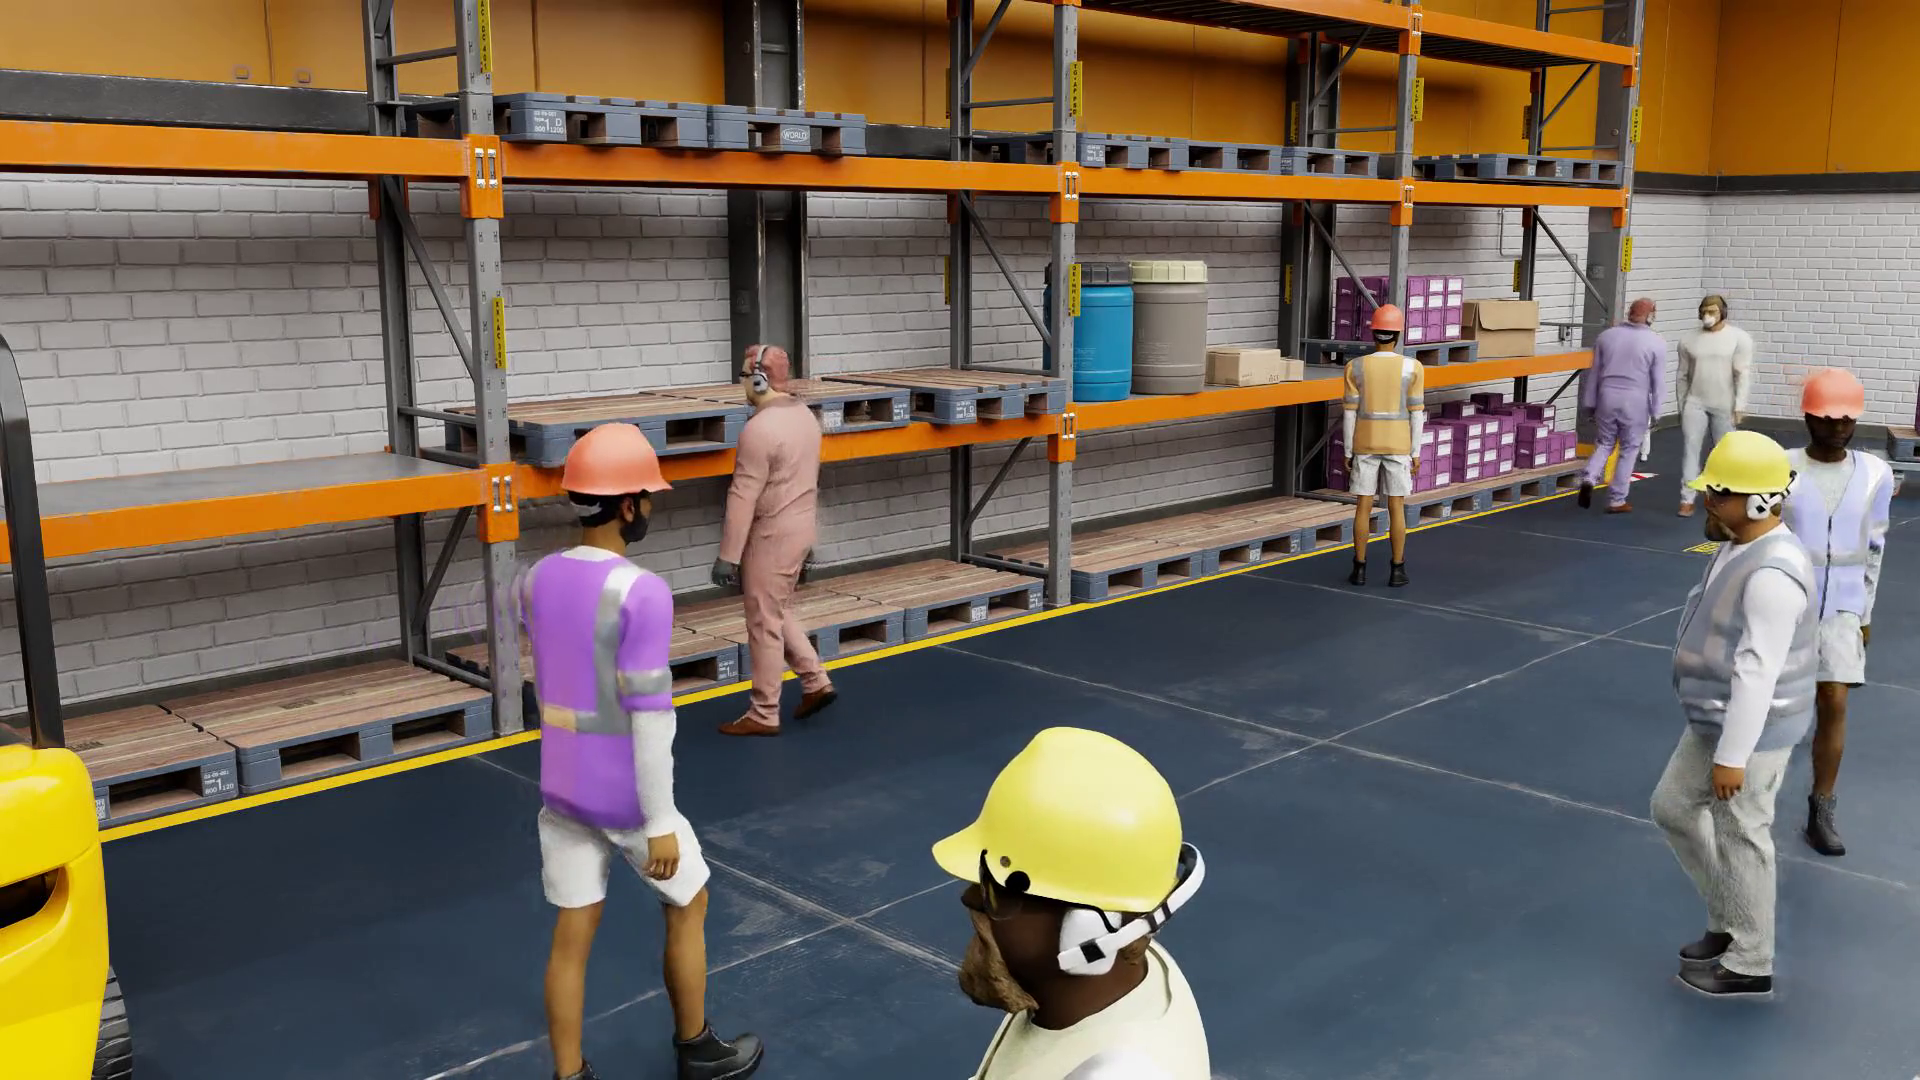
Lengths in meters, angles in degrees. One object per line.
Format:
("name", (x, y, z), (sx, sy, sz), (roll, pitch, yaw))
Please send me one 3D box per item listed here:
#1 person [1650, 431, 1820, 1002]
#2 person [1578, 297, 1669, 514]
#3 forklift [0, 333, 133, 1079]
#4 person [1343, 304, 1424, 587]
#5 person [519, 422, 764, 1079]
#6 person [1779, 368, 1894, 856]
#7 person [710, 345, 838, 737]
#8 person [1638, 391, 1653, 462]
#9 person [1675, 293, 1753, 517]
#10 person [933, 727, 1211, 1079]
("person", (2.421, 0.561, 5.197), (0.427, 1.810, 0.618), (3, 11, 15))
("person", (5.683, -1.135, 14.269), (0.540, 1.883, 0.681), (-10, 14, -43))
("forklift", (-3.289, 0.485, 4.582), (1.214, 2.155, 2.313), (-10, 14, -44))
("person", (2.892, -0.638, 11.406), (0.542, 1.938, 0.357), (3, 11, 16))
("person", (-0.852, 0.634, 4.520), (0.571, 1.913, 0.780), (7, 13, 35))
("person", (3.436, 0.231, 6.794), (0.555, 1.905, 0.931), (2, 11, 10))
("person", (-0.916, 0.017, 7.947), (0.460, 1.895, 0.672), (3, 11, 15))
("person", (7.170, -1.638, 17.669), (0.514, 1.641, 0.307), (1, 10, 4))
("person", (6.514, -1.177, 14.416), (0.630, 1.915, 0.895), (8, 13, 37))
("person", (0.122, 1.120, 2.094), (0.404, 1.837, 0.589), (1, 10, 3))
